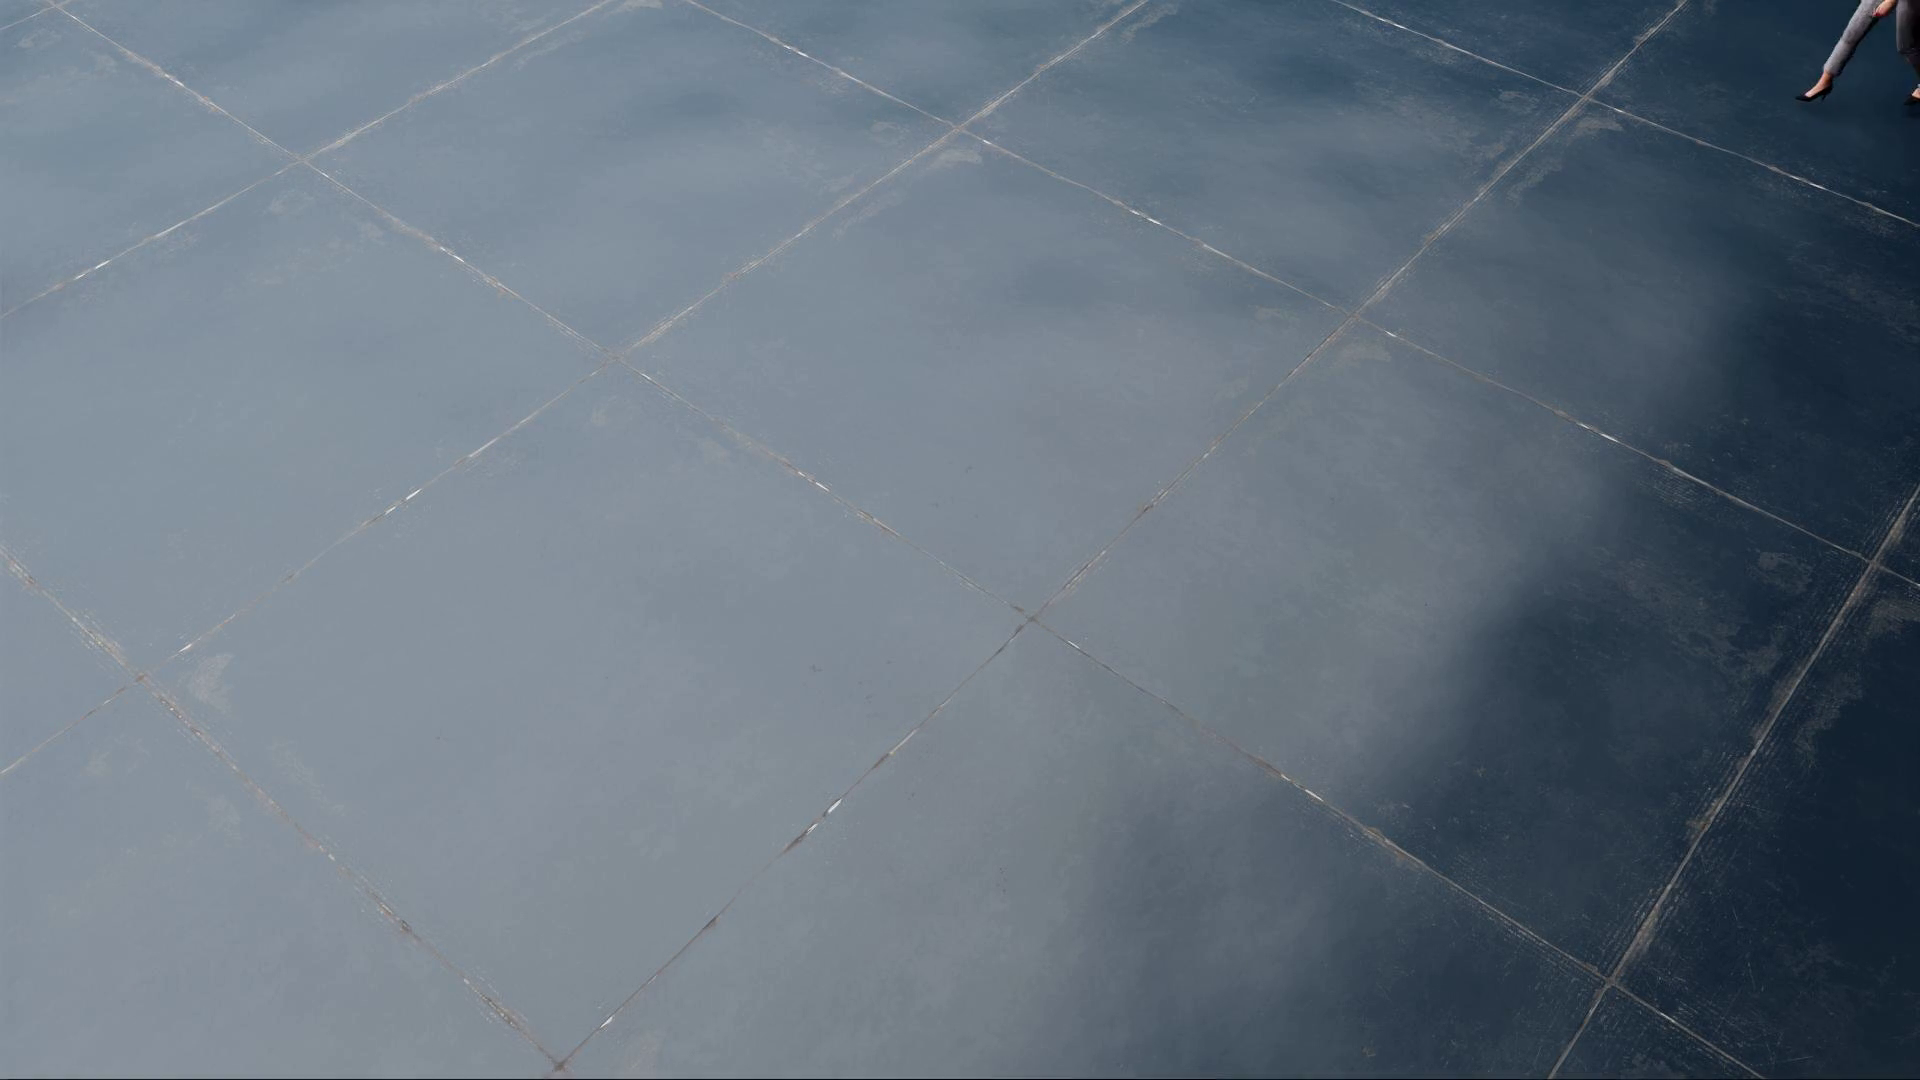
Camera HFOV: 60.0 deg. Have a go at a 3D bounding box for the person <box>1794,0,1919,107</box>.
[{"bbox_3d":[6.045,-3.439,10.511,1.142,1.637,1.083,-4,47,-4],"label":"person"}]
